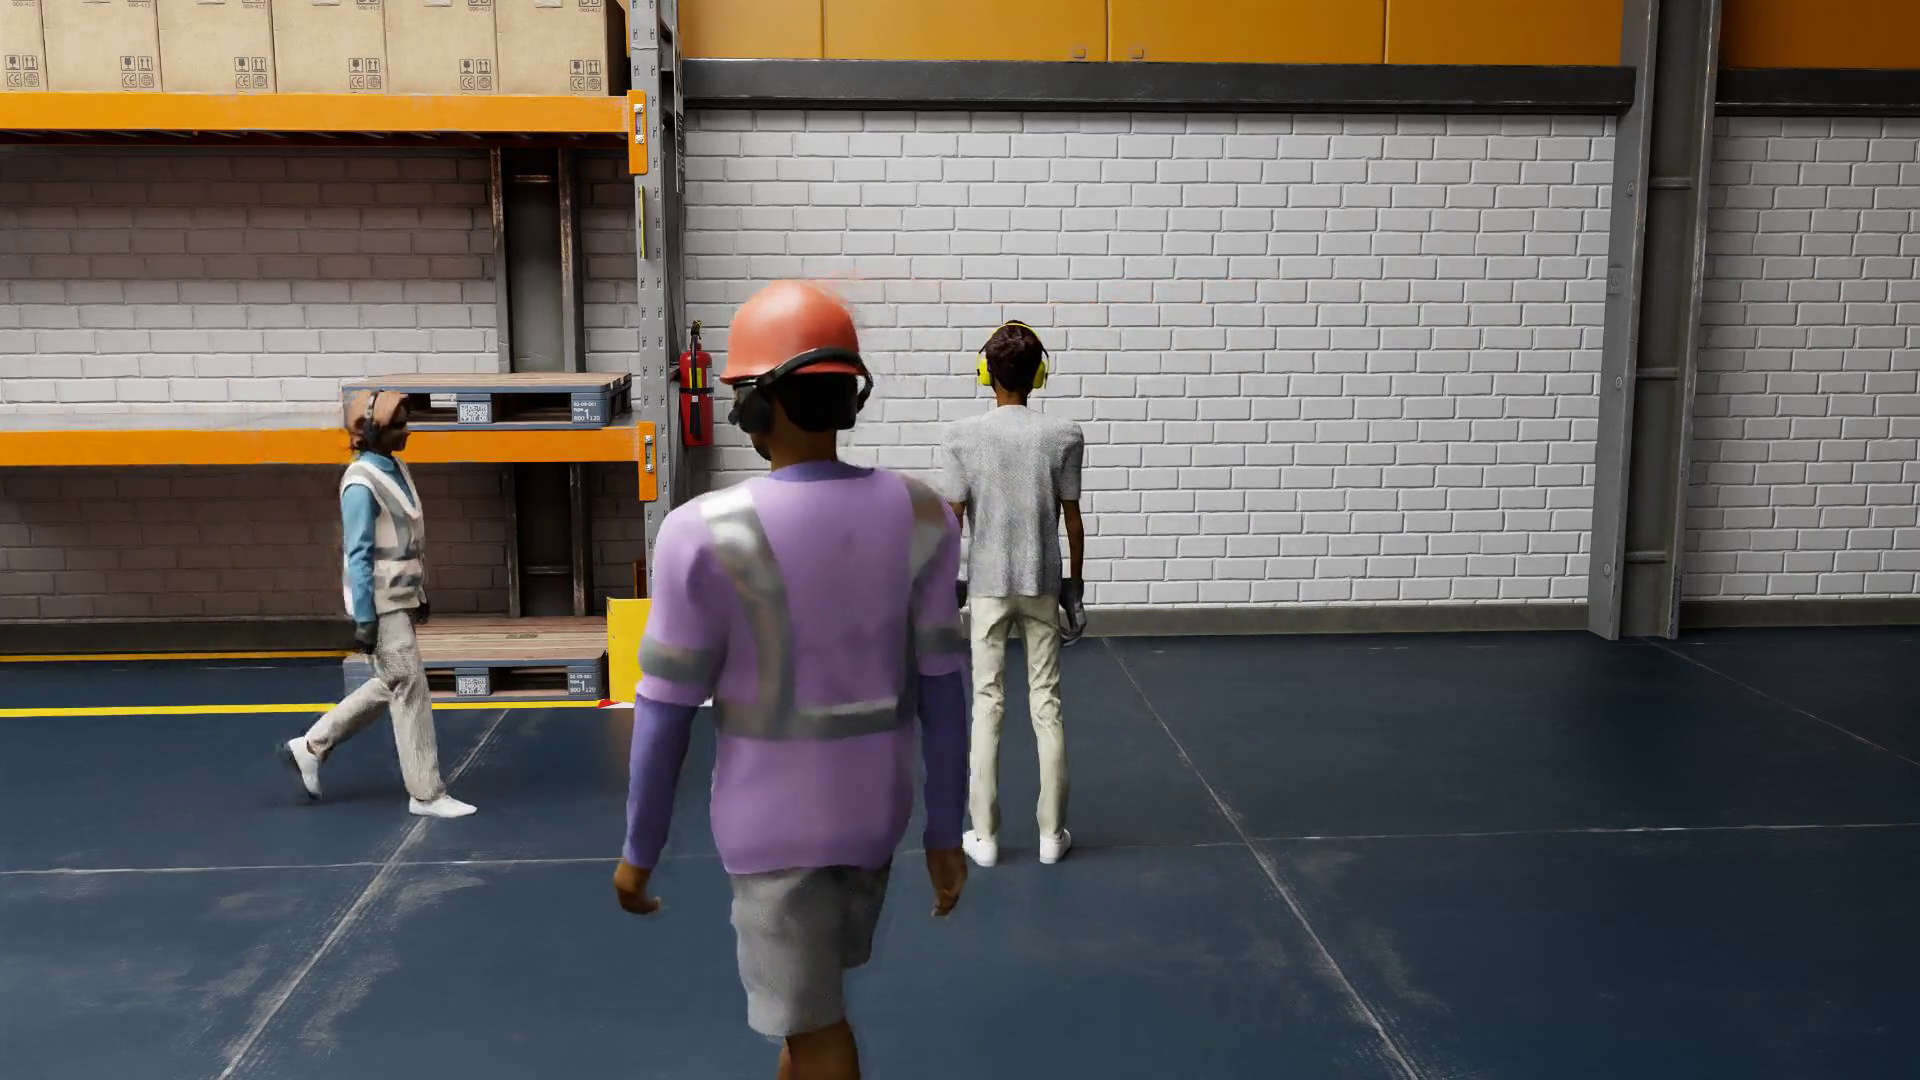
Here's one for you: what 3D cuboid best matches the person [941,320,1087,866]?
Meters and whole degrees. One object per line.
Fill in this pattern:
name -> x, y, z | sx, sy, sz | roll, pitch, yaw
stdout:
person -> 0.178, 0.192, 5.702 | 0.515, 1.868, 0.329 | 0, 9, -3

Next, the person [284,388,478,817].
person -> -2.185, 0.241, 6.168 | 0.667, 1.617, 0.521 | -1, 9, -5

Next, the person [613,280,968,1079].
person -> -0.355, 0.517, 3.215 | 0.626, 1.996, 0.999 | -7, 11, -36
